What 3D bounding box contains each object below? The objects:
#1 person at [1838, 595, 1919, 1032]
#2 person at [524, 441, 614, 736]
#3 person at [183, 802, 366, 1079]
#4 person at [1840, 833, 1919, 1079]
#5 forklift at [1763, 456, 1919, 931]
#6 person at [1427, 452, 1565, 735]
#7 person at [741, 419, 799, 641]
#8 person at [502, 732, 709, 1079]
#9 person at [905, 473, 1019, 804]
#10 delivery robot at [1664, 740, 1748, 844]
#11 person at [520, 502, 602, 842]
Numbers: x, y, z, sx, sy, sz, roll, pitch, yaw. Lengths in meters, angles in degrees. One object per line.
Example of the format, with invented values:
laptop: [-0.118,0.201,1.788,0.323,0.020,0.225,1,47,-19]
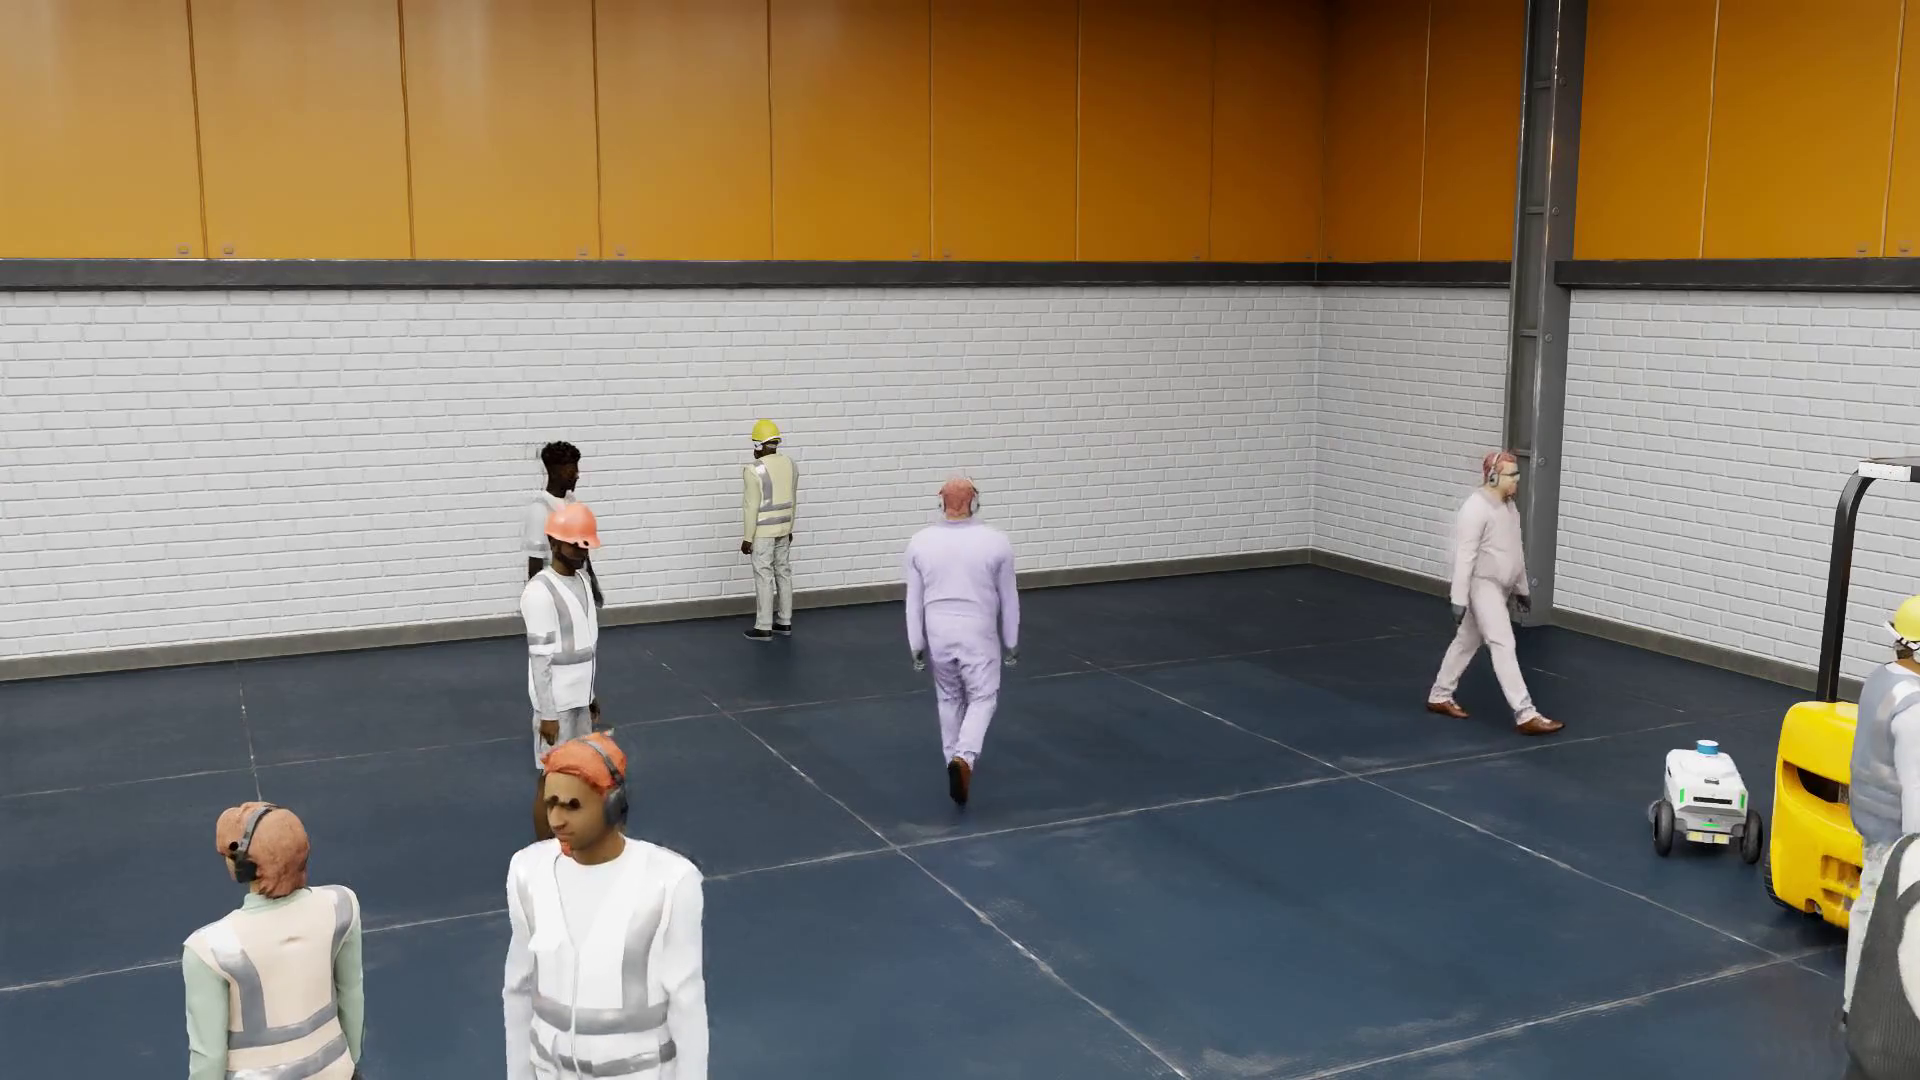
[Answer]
person: [3.636,1.101,6.383,0.404,1.830,0.600,3,10,16]
person: [-2.489,0.318,10.884,0.650,1.940,0.632,0,9,3]
person: [-1.824,1.500,4.487,0.308,1.645,0.515,6,11,34]
person: [2.502,1.429,4.466,0.920,1.800,0.520,0,9,0]
forklift: [4.857,0.731,7.561,2.313,2.155,1.214,-4,10,-25]
person: [3.563,0.337,11.050,0.989,1.851,0.668,7,12,38]
person: [-1.592,-0.086,13.749,0.404,1.833,0.590,6,11,35]
person: [-0.917,1.408,4.358,0.598,1.870,0.526,3,10,19]
person: [0.006,0.560,9.582,0.651,1.885,0.791,3,10,15]
delivery robot: [3.939,1.303,8.793,0.477,0.478,0.707,3,10,18]
person: [-1.905,0.769,8.147,0.385,1.928,0.546,2,9,12]
